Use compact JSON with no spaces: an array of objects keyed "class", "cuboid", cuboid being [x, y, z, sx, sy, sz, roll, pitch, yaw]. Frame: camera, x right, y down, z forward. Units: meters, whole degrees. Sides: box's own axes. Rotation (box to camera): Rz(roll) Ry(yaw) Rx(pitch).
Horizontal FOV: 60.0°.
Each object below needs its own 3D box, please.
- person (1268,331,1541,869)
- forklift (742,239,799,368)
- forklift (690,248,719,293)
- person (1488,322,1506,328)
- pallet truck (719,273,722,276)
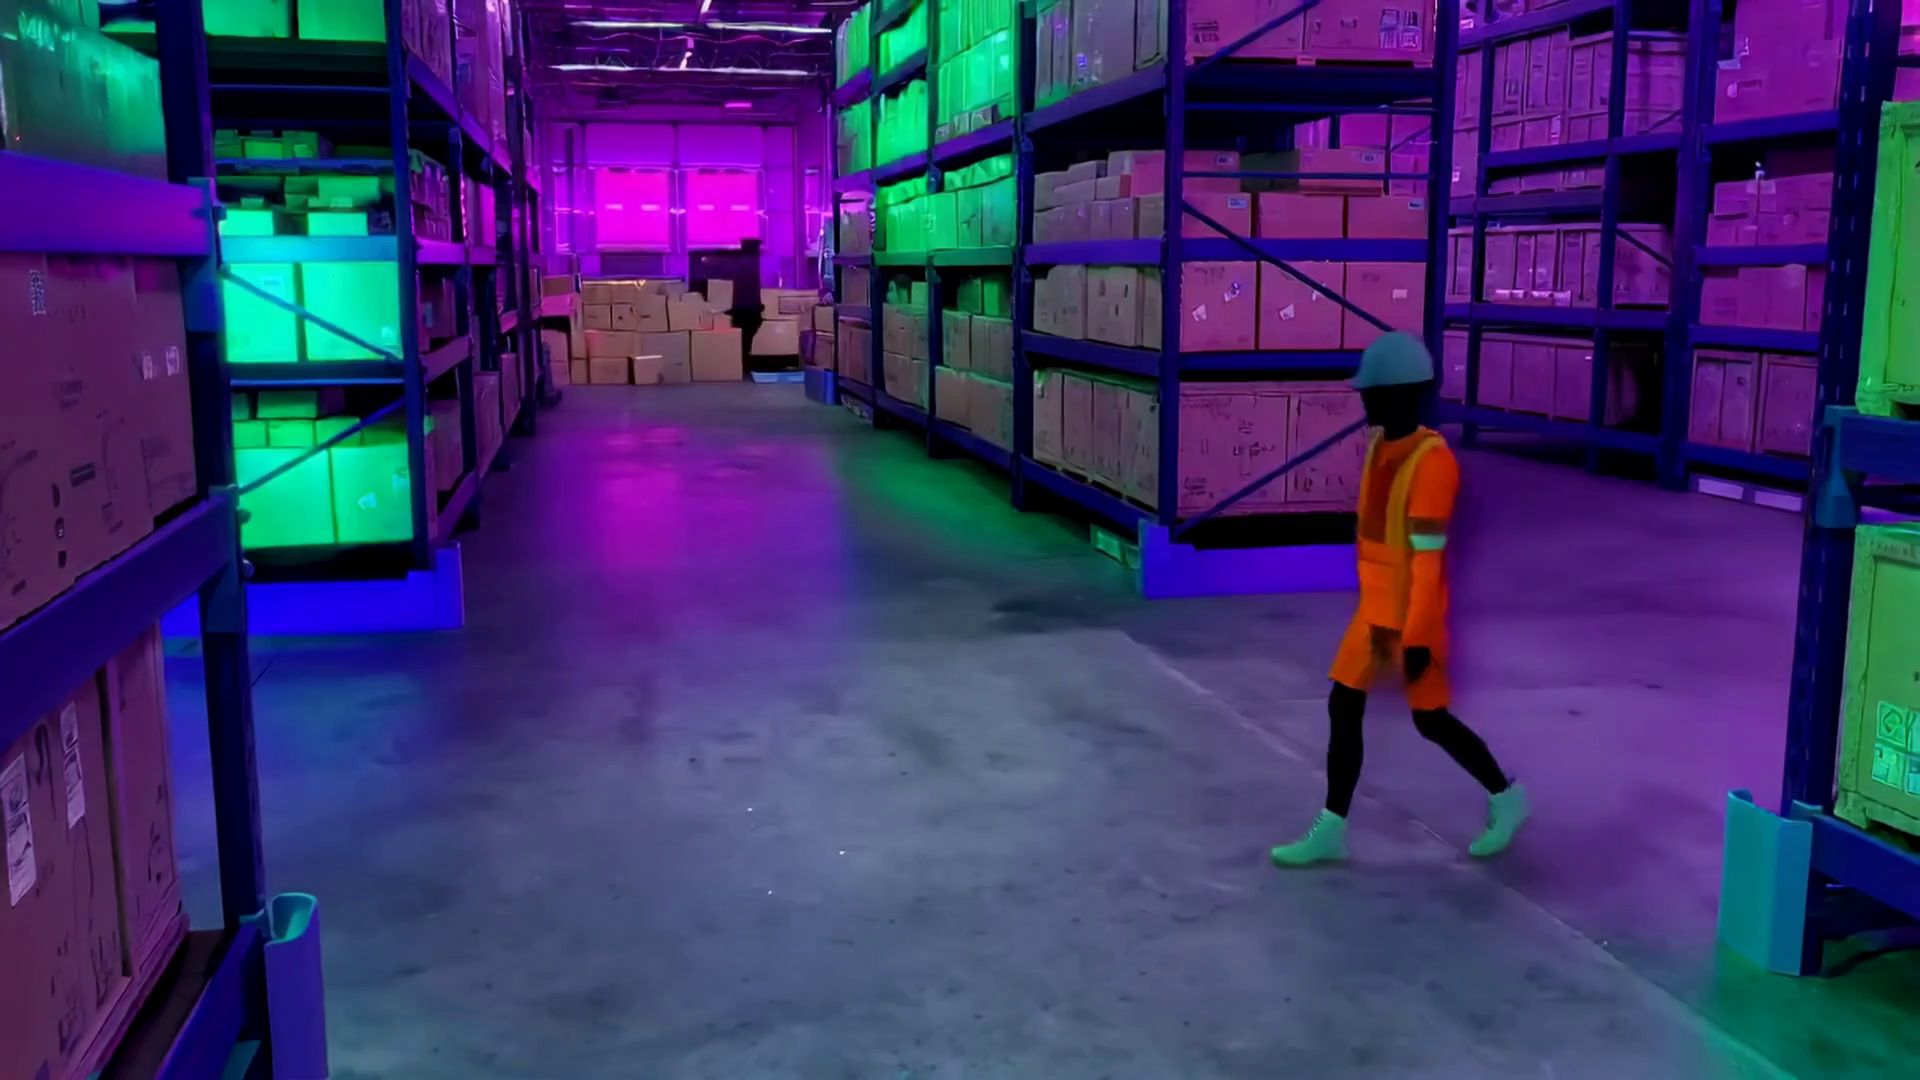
[{"class":"person","cuboid":[1.690,0.236,6.084,0.999,2.007,0.621,-2,9,-10]},{"class":"forklift","cuboid":[-4.510,-5.153,36.233,1.873,2.768,1.129,-2,10,-13]},{"class":"forklift","cuboid":[-8.213,-8.018,53.693,1.129,2.768,1.873,-8,12,-40]},{"class":"person","cuboid":[10.053,-3.834,31.059,0.379,1.937,0.547,3,10,15]},{"class":"pallet truck","cuboid":[-8.580,-8.986,62.280,1.885,1.965,0.823,1,9,5]}]
